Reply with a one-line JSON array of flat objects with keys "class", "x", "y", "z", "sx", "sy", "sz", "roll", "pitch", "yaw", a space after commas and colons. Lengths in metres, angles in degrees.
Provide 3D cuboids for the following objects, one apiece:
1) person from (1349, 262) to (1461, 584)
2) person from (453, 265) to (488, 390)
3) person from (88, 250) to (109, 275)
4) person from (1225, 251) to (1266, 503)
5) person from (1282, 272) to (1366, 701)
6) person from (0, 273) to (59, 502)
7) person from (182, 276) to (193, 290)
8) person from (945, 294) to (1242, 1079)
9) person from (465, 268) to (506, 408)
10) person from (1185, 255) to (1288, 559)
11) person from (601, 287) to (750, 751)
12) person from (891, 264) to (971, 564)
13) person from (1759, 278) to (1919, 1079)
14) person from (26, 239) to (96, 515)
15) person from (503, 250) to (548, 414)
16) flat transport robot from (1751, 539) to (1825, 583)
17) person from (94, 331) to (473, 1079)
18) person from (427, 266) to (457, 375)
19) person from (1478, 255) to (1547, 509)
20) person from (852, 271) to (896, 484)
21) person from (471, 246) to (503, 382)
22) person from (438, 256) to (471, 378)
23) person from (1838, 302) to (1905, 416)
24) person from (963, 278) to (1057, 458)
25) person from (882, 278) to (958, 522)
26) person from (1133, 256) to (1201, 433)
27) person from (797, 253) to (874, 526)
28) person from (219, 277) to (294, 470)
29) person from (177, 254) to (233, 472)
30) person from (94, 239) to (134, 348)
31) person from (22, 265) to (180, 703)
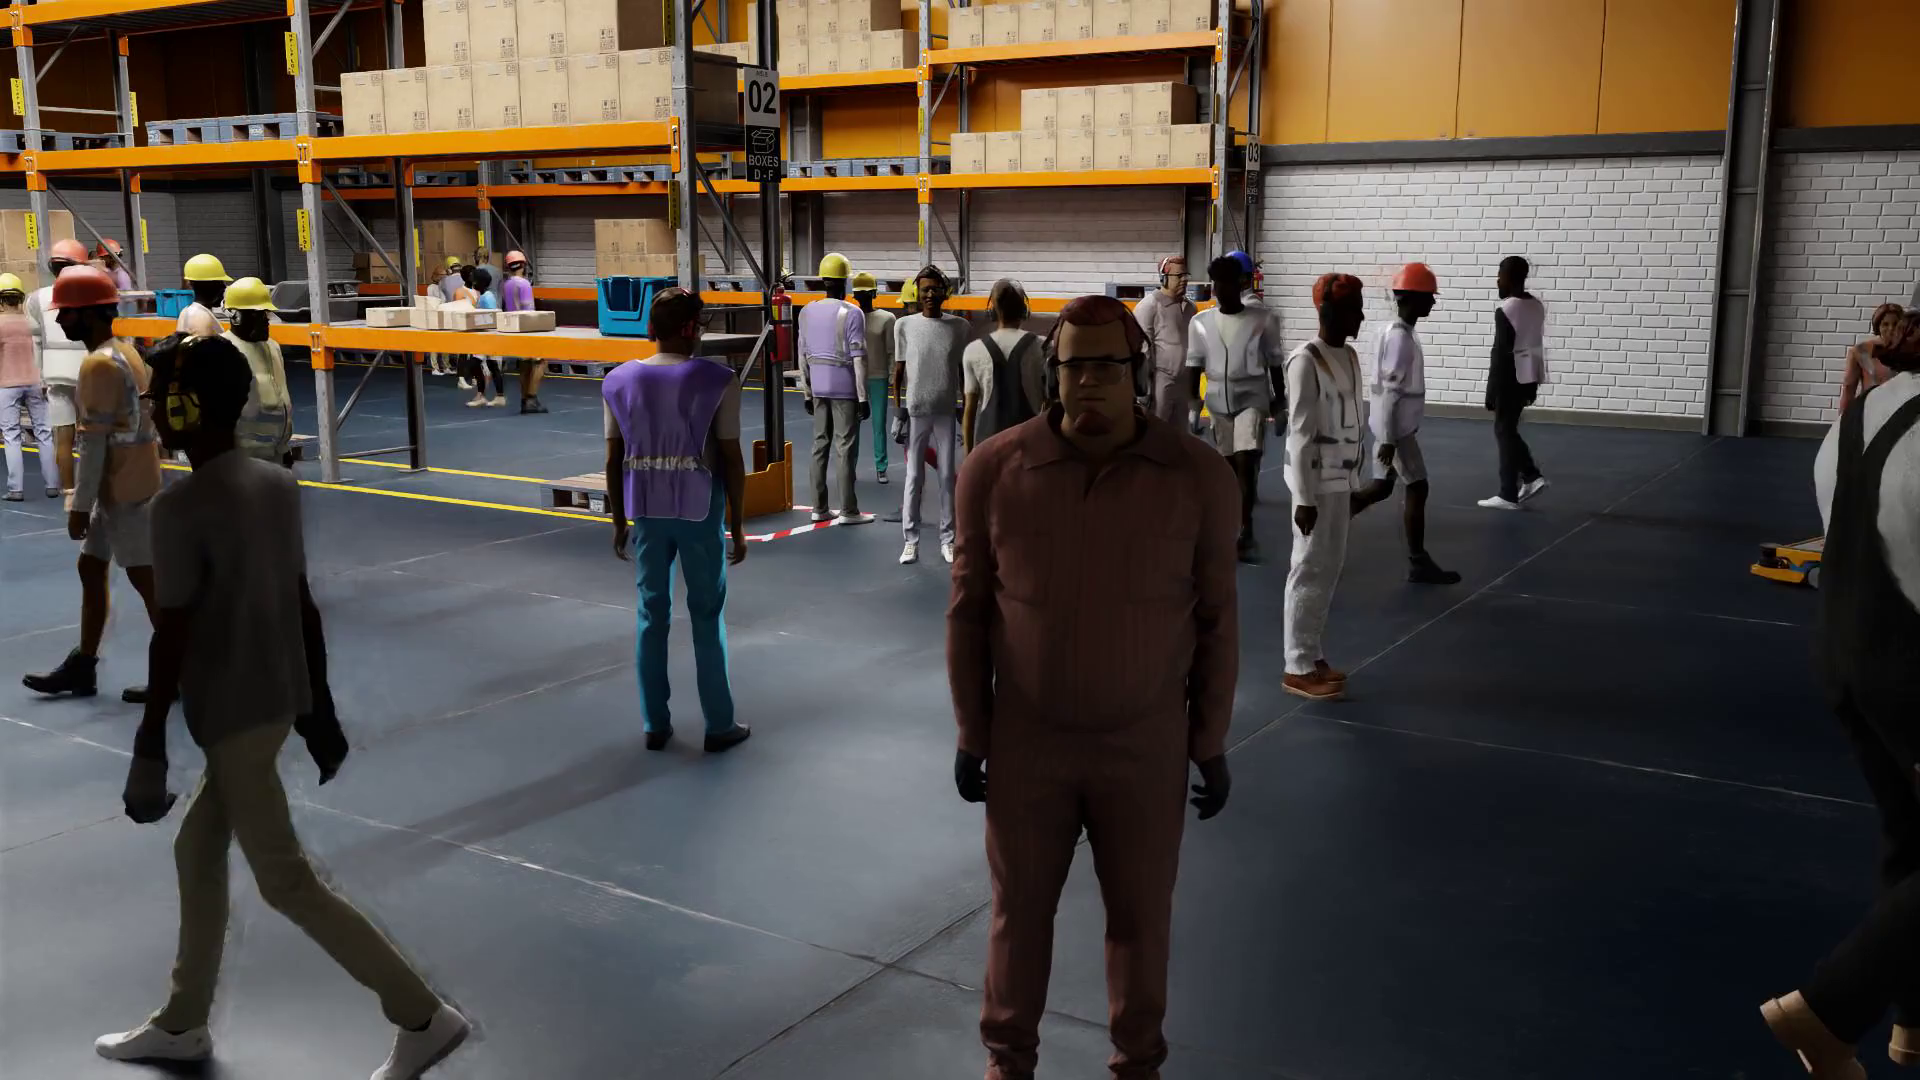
[{"class": "person", "x": 2.503, "y": -0.686, "z": 9.835, "sx": 0.893, "sy": 1.906, "sz": 0.555, "roll": 2, "pitch": 11, "yaw": 13}, {"class": "person", "x": -6.668, "y": -2.886, "z": 22.611, "sx": 0.320, "sy": 1.687, "sz": 0.533, "roll": 4, "pitch": 11, "yaw": 19}, {"class": "person", "x": -10.953, "y": -2.736, "z": 21.198, "sx": 0.922, "sy": 1.903, "sz": 0.644, "roll": 7, "pitch": 12, "yaw": 33}, {"class": "person", "x": 2.152, "y": -1.249, "z": 12.832, "sx": 0.402, "sy": 1.938, "sz": 0.603, "roll": -1, "pitch": 10, "yaw": -7}, {"class": "person", "x": 1.621, "y": -0.241, "z": 7.406, "sx": 0.342, "sy": 1.883, "sz": 0.583, "roll": 7, "pitch": 12, "yaw": 34}, {"class": "person", "x": -7.318, "y": -1.180, "z": 12.934, "sx": 0.312, "sy": 1.769, "sz": 0.522, "roll": 10, "pitch": 14, "yaw": 44}, {"class": "person", "x": -9.685, "y": -2.566, "z": 21.078, "sx": 0.497, "sy": 1.604, "sz": 0.788, "roll": -3, "pitch": 11, "yaw": -18}, {"class": "person", "x": 0.286, "y": 0.426, "z": 3.643, "sx": 0.643, "sy": 1.909, "sz": 0.399, "roll": 1, "pitch": 10, "yaw": 6}, {"class": "person", "x": -5.782, "y": -2.417, "z": 20.009, "sx": 0.614, "sy": 1.674, "sz": 0.559, "roll": -4, "pitch": 11, "yaw": -21}, {"class": "person", "x": 1.726, "y": -0.842, "z": 10.636, "sx": 0.620, "sy": 1.909, "sz": 0.917, "roll": 6, "pitch": 12, "yaw": 30}, {"class": "person", "x": -1.122, "y": -0.068, "z": 6.570, "sx": 0.564, "sy": 1.837, "sz": 0.397, "roll": 2, "pitch": 10, "yaw": 11}, {"class": "person", "x": -0.176, "y": -0.781, "z": 10.430, "sx": 0.513, "sy": 1.872, "sz": 0.328, "roll": -1, "pitch": 10, "yaw": -5}, {"class": "person", "x": 2.237, "y": 0.316, "z": 3.881, "sx": 0.826, "sy": 2.000, "sz": 0.729, "roll": -1, "pitch": 10, "yaw": -4}, {"class": "person", "x": -6.549, "y": -1.196, "z": 12.303, "sx": 0.621, "sy": 2.023, "sz": 0.501, "roll": 0, "pitch": 10, "yaw": -2}, {"class": "person", "x": -5.022, "y": -2.397, "z": 19.294, "sx": 0.420, "sy": 1.900, "sz": 0.603, "roll": -8, "pitch": 13, "yaw": -37}, {"class": "flat transport robot", "x": 5.408, "y": 0.179, "z": 9.544, "sx": 0.652, "sy": 0.197, "sz": 1.431, "roll": -8, "pitch": 13, "yaw": -38}, {"class": "person", "x": -1.645, "y": 0.420, "z": 3.924, "sx": 0.974, "sy": 1.826, "sz": 0.519, "roll": 1, "pitch": 10, "yaw": 3}, {"class": "person", "x": -7.799, "y": -3.290, "z": 25.013, "sx": 0.277, "sy": 1.629, "sz": 0.496, "roll": 5, "pitch": 12, "yaw": 27}, {"class": "person", "x": 4.164, "y": -1.172, "z": 12.509, "sx": 0.436, "sy": 1.903, "sz": 0.598, "roll": 9, "pitch": 14, "yaw": 42}, {"class": "person", "x": -0.781, "y": -1.342, "z": 13.827, "sx": 0.534, "sy": 1.767, "sz": 0.314, "roll": 0, "pitch": 10, "yaw": 1}, {"class": "person", "x": -6.802, "y": -3.230, "z": 23.814, "sx": 0.370, "sy": 1.939, "sz": 0.631, "roll": 5, "pitch": 11, "yaw": 27}, {"class": "person", "x": -7.293, "y": -3.242, "z": 24.318, "sx": 0.638, "sy": 1.784, "sz": 0.619, "roll": -1, "pitch": 10, "yaw": -7}, {"class": "person", "x": 6.179, "y": -0.793, "z": 11.206, "sx": 0.551, "sy": 1.613, "sz": 0.519, "roll": 1, "pitch": 10, "yaw": 7}, {"class": "person", "x": 0.265, "y": -0.454, "z": 8.736, "sx": 0.536, "sy": 1.827, "sz": 0.490, "roll": 2, "pitch": 10, "yaw": 11}, {"class": "person", "x": -0.252, "y": -0.998, "z": 11.944, "sx": 0.517, "sy": 1.758, "sz": 0.565, "roll": 1, "pitch": 10, "yaw": 7}, {"class": "person", "x": 1.554, "y": -1.125, "z": 12.238, "sx": 0.640, "sy": 1.909, "sz": 0.409, "roll": -9, "pitch": 14, "yaw": -42}, {"class": "person", "x": -0.882, "y": -1.066, "z": 11.841, "sx": 0.594, "sy": 1.930, "sz": 0.354, "roll": 7, "pitch": 12, "yaw": 34}, {"class": "person", "x": -3.870, "y": -0.518, "z": 9.120, "sx": 0.405, "sy": 1.824, "sz": 0.585, "roll": 2, "pitch": 10, "yaw": 10}, {"class": "person", "x": -4.988, "y": -0.927, "z": 11.080, "sx": 0.375, "sy": 1.929, "sz": 0.585, "roll": -6, "pitch": 12, "yaw": -30}, {"class": "person", "x": -10.162, "y": -2.602, "z": 20.068, "sx": 0.390, "sy": 2.035, "sz": 0.605, "roll": -7, "pitch": 12, "yaw": -34}, {"class": "person", "x": -3.774, "y": -0.213, "z": 7.181, "sx": 0.814, "sy": 1.907, "sz": 0.568, "roll": -4, "pitch": 11, "yaw": -19}]
